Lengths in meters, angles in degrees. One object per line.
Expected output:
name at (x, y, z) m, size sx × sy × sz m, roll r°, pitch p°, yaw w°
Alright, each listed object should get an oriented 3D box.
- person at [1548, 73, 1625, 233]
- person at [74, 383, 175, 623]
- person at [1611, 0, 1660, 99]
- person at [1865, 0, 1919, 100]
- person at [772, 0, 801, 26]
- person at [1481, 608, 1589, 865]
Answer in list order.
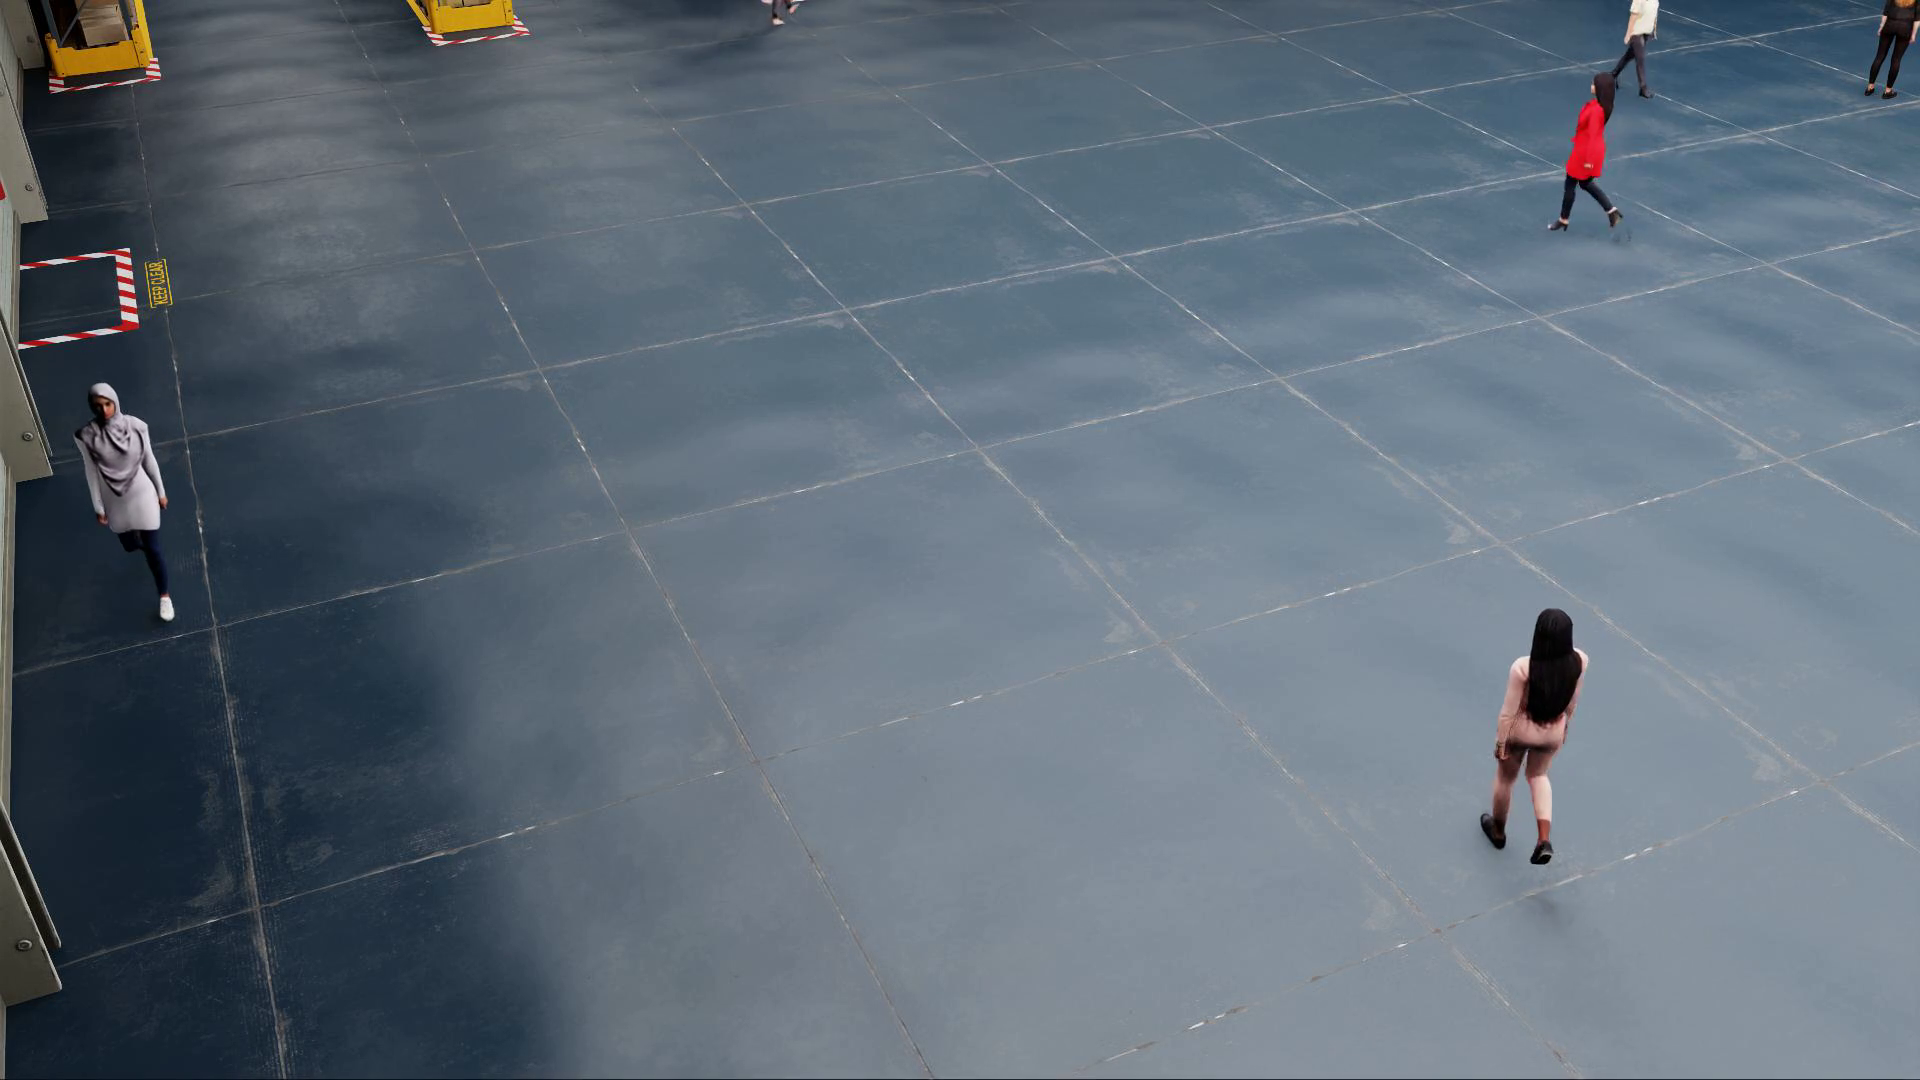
person at (6.605, -3.964, 17.246) m, size 1.058 × 1.727 × 0.906 m, roll 19°, pitch 38°, yaw 27°
person at (-5.804, -0.319, 11.616) m, size 0.688 × 1.756 × 1.022 m, roll -11°, pitch 35°, yaw -16°
person at (8.640, -6.481, 21.283) m, size 0.721 × 1.546 × 1.028 m, roll -21°, pitch 38°, yaw -29°
person at (11.931, -6.503, 21.170) m, size 0.587 × 1.706 × 0.731 m, roll 27°, pitch 42°, yaw 35°
person at (-2.625, -8.306, 23.855) m, size 1.164 × 1.801 × 1.150 m, roll 17°, pitch 37°, yaw 24°
person at (3.270, 1.159, 9.389) m, size 0.767 × 1.706 × 0.953 m, roll -5°, pitch 33°, yaw -7°
